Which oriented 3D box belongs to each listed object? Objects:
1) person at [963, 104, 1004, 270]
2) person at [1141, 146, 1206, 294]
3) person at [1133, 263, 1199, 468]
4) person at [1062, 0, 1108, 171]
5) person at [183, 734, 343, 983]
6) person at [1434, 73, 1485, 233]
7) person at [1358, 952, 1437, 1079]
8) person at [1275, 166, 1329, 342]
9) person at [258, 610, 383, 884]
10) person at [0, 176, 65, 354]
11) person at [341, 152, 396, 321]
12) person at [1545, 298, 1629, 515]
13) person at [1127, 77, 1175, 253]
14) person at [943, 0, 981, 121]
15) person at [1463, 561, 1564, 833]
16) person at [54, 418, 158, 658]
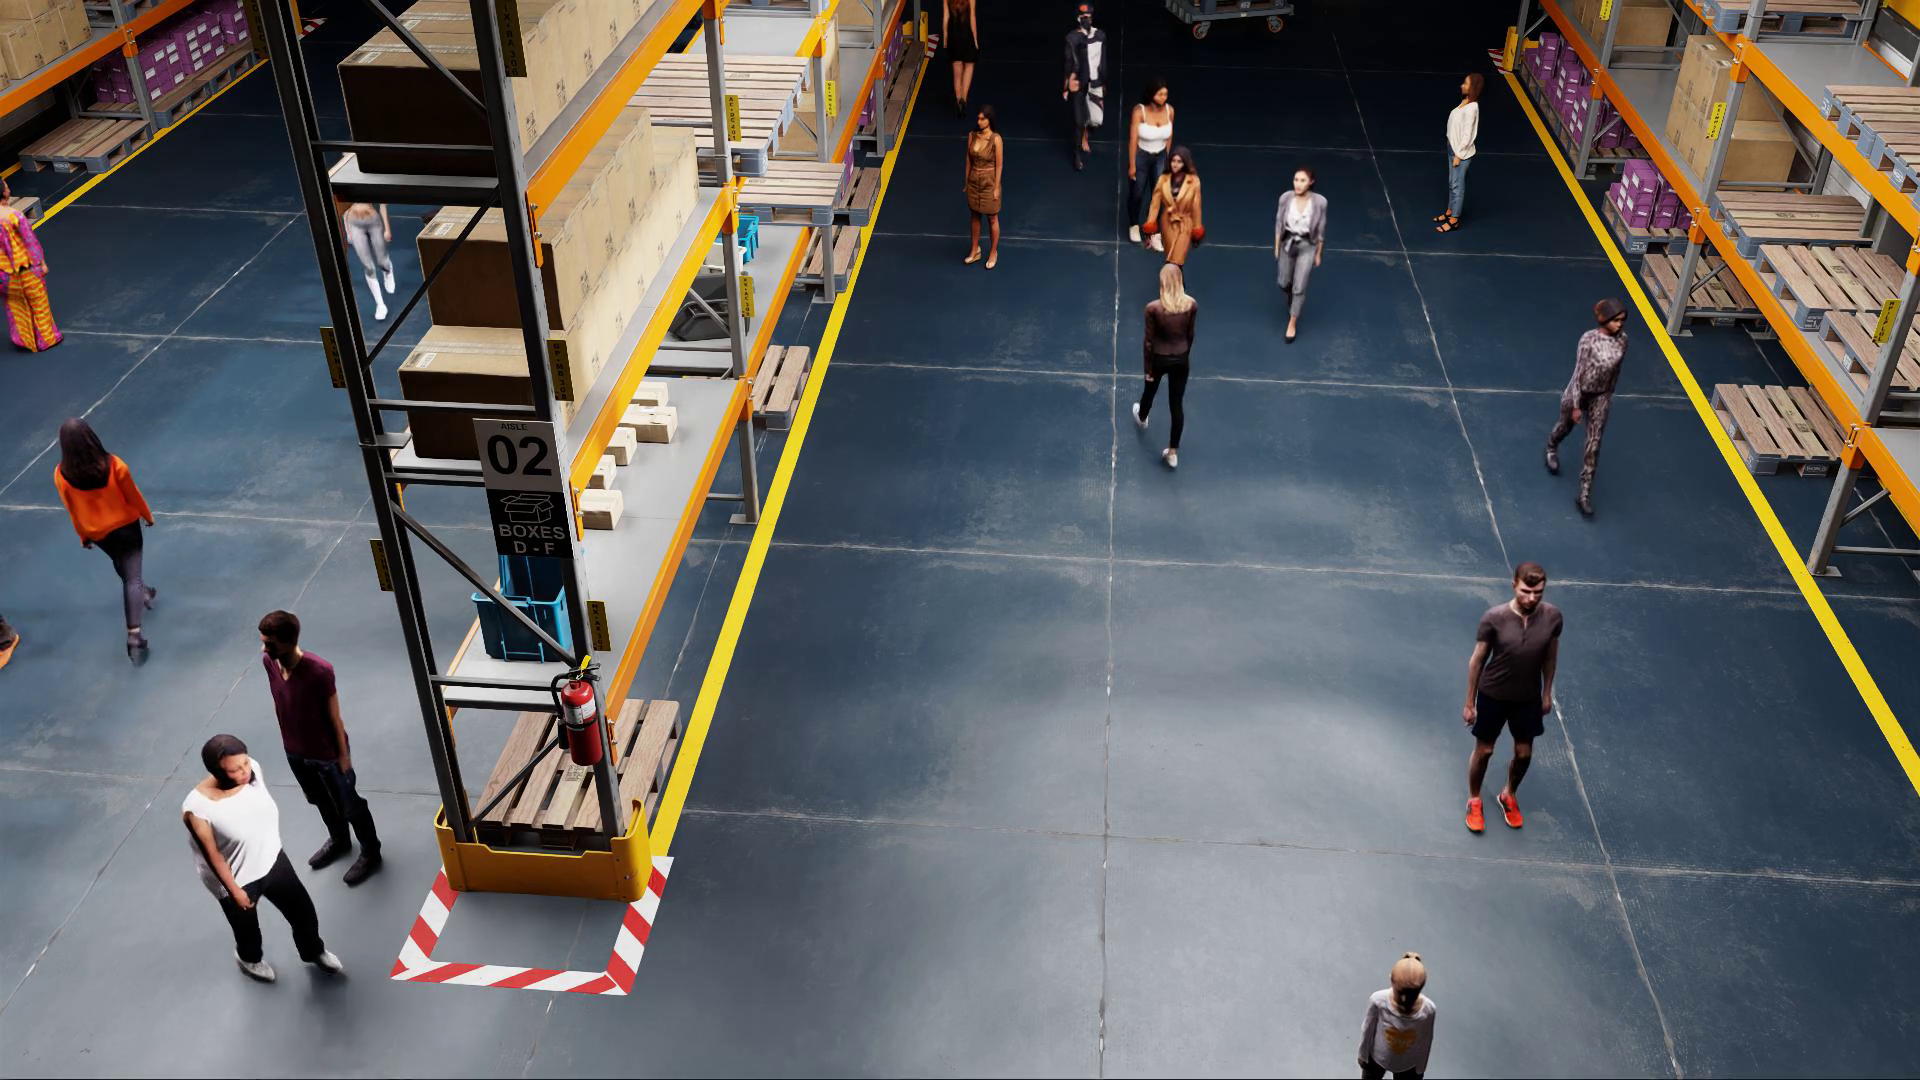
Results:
[{"bbox_3d":[0.244,-3.551,16.676,0.634,1.687,0.643,19,38,26],"label":"person"},{"bbox_3d":[2.051,-2.887,15.695,1.012,1.667,1.291,16,37,22],"label":"person"},{"bbox_3d":[1.710,-1.375,13.431,0.780,1.656,1.136,-4,34,-7],"label":"person"},{"bbox_3d":[1.403,-5.200,18.985,0.828,1.878,0.888,-8,34,-11],"label":"person"},{"bbox_3d":[-3.837,1.676,8.827,0.882,1.670,0.867,19,38,26],"label":"person"},{"bbox_3d":[5.271,-4.085,17.485,0.669,1.682,0.466,4,34,5],"label":"person"},{"bbox_3d":[2.086,2.467,7.992,0.499,1.277,0.516,7,34,10],"label":"person"},{"bbox_3d":[3.146,-2.695,15.412,0.751,1.661,0.949,11,35,16],"label":"person"},{"bbox_3d":[-3.647,1.150,9.457,0.712,1.850,0.670,14,36,20],"label":"person"},{"bbox_3d":[-8.628,-2.537,15.159,0.698,1.678,0.637,4,34,6],"label":"person"},{"bbox_3d":[-5.622,-2.973,15.806,0.717,1.689,0.967,-6,34,-8],"label":"person"},{"bbox_3d":[4.884,-1.138,13.067,0.616,1.663,1.180,0,34,0],"label":"person"},{"bbox_3d":[1.906,-3.919,17.142,0.775,1.784,0.918,-4,34,-6],"label":"person"},{"bbox_3d":[-0.004,-5.986,20.219,0.612,1.822,0.598,5,34,7],"label":"person"},{"bbox_3d":[3.244,0.880,9.864,0.708,1.849,0.622,0,34,0],"label":"person"},{"bbox_3d":[-5.767,0.001,11.317,0.782,1.705,1.139,-4,34,-7],"label":"person"}]
